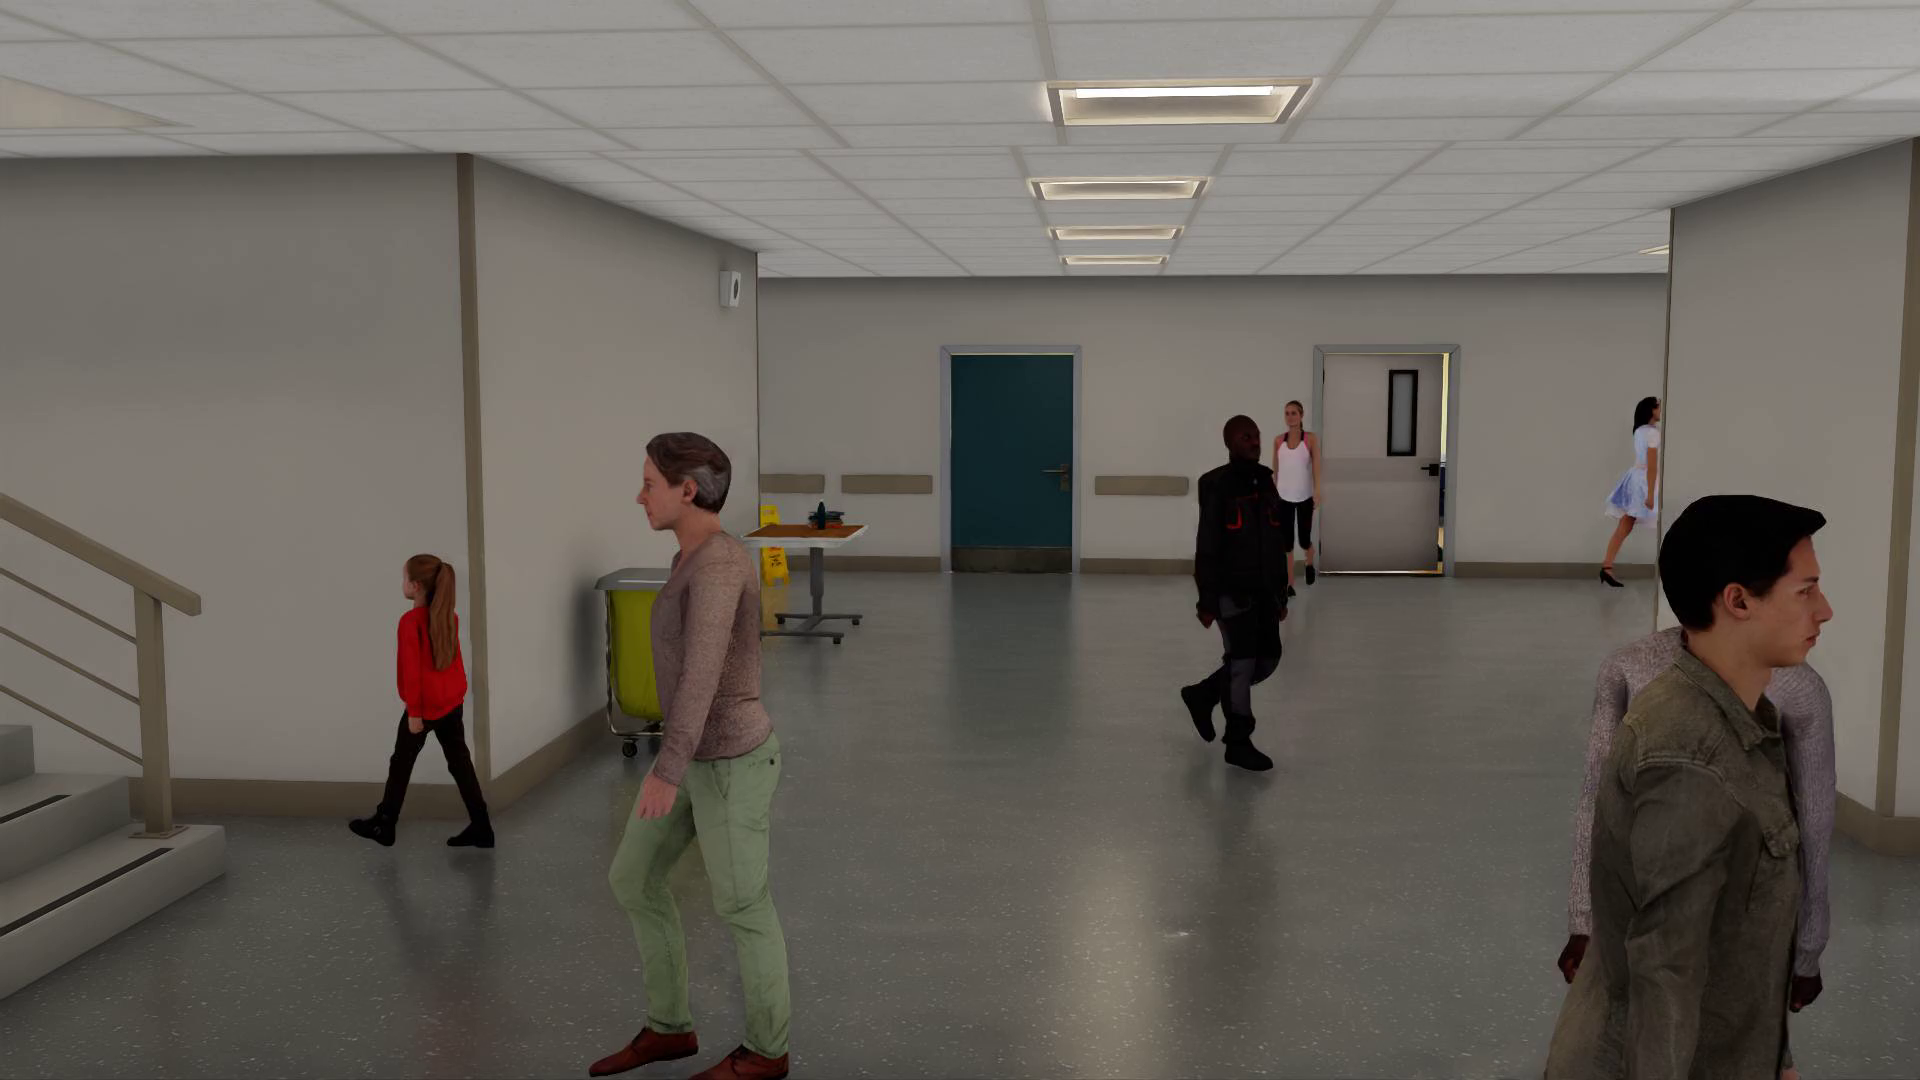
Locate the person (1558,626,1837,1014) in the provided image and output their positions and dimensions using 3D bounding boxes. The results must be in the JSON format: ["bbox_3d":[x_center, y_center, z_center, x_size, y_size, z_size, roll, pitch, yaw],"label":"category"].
[{"bbox_3d":[1.614,0.807,3.565,1.066,1.736,1.074,6,8,45],"label":"person"}]

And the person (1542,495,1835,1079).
[{"bbox_3d":[0.976,0.853,2.548,0.827,1.847,0.832,2,6,21],"label":"person"}]

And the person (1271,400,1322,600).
[{"bbox_3d":[3.040,-0.354,14.913,0.966,1.775,0.904,3,7,29],"label":"person"}]

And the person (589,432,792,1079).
[{"bbox_3d":[-0.600,0.639,4.663,0.921,1.849,0.848,-3,6,-25],"label":"person"}]

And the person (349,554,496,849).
[{"bbox_3d":[-2.162,0.709,6.962,0.948,1.252,0.660,2,6,20],"label":"person"}]

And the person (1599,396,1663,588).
[{"bbox_3d":[6.212,-0.386,15.306,1.195,1.758,0.723,0,6,-3],"label":"person"}]

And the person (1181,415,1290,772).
[{"bbox_3d":[1.406,0.258,8.693,1.059,1.802,1.107,-4,7,-37],"label":"person"}]
